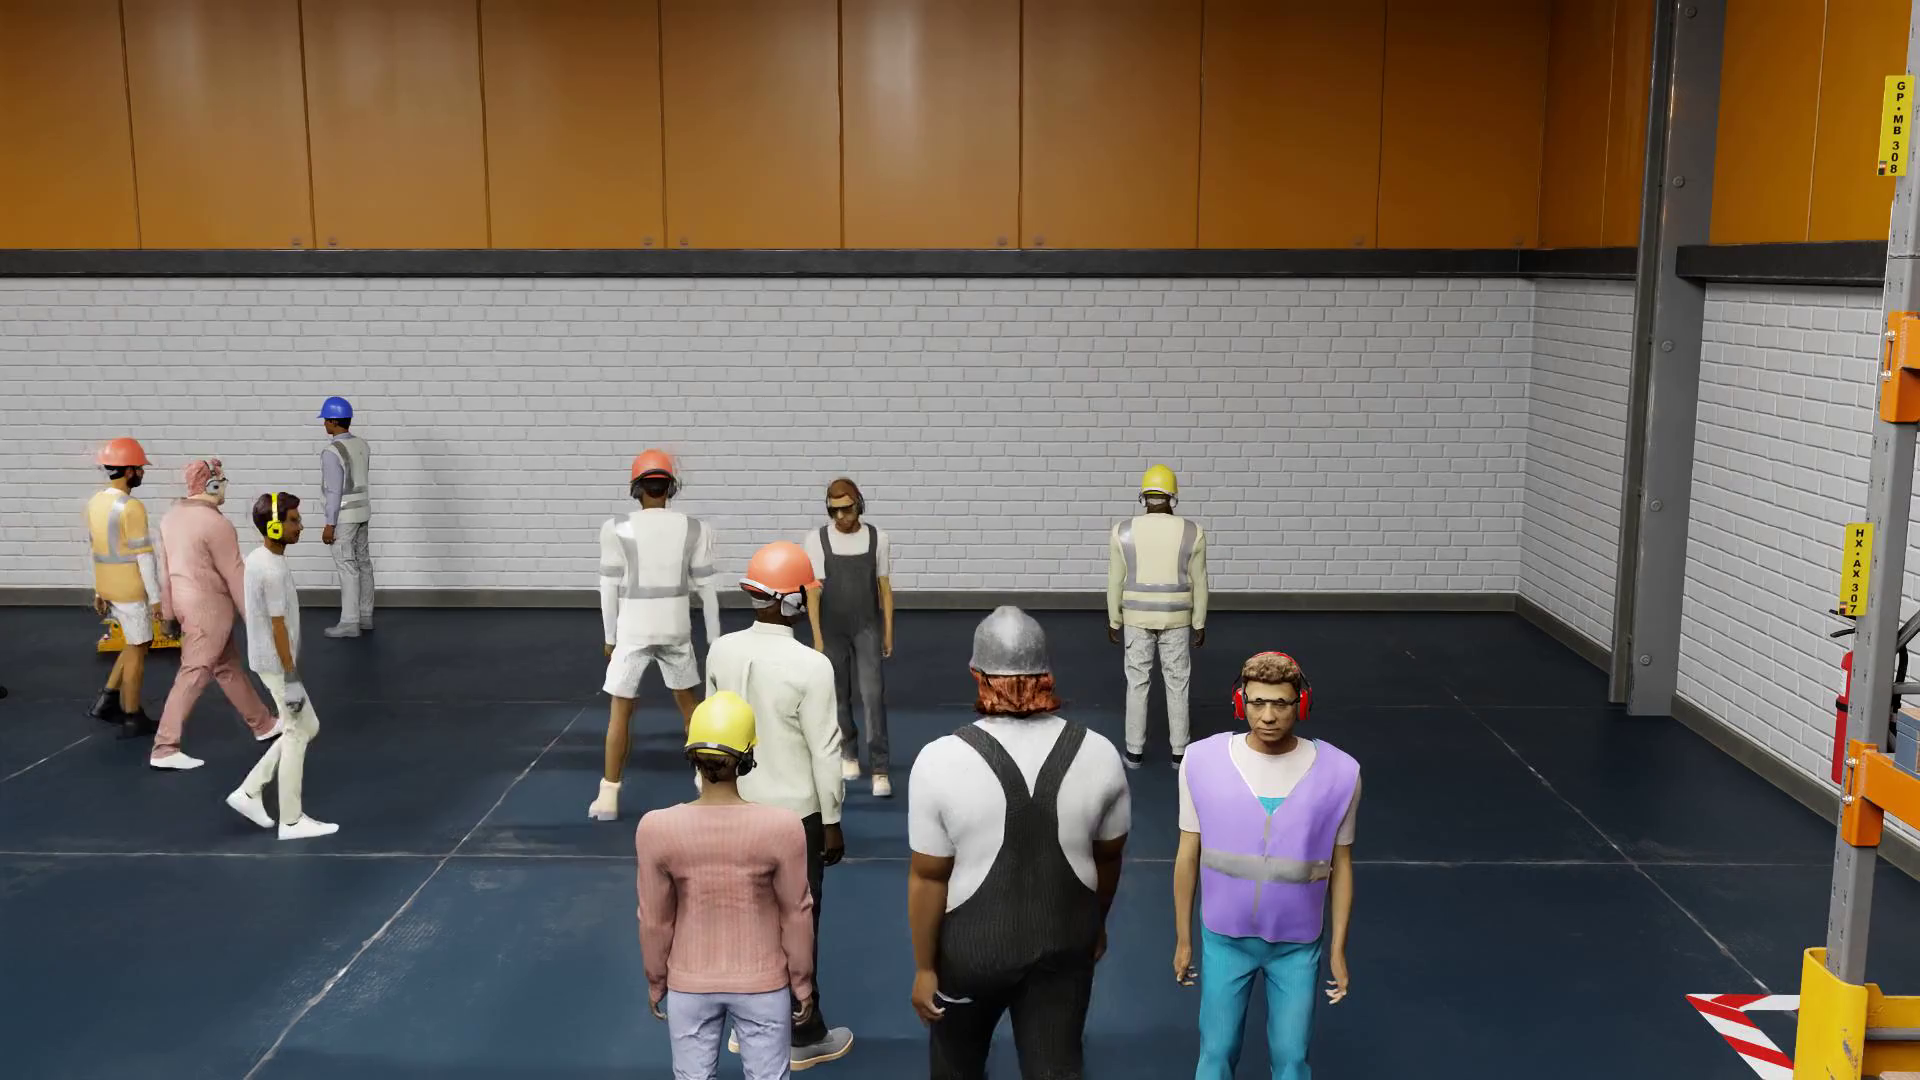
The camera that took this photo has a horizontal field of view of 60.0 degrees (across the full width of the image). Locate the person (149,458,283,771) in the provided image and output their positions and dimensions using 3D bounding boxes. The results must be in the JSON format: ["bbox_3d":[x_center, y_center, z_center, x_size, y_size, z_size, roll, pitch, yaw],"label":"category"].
[{"bbox_3d":[-4.516,0.430,10.078,0.676,1.849,1.028,8,13,41],"label":"person"}]

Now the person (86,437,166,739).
[{"bbox_3d":[-5.257,0.311,10.561,0.552,1.921,0.405,8,13,41],"label":"person"}]

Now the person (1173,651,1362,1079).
[{"bbox_3d":[0.951,1.242,5.212,0.565,1.846,0.390,1,10,8],"label":"person"}]

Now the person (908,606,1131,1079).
[{"bbox_3d":[0.142,1.155,5.156,0.708,2.000,0.989,-2,10,-14],"label":"person"}]

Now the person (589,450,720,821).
[{"bbox_3d":[-1.686,0.512,9.210,0.815,1.990,0.585,-5,11,-27],"label":"person"}]

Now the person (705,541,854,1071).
[{"bbox_3d":[-0.679,0.990,6.277,0.625,1.992,0.389,7,11,34],"label":"person"}]

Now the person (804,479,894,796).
[{"bbox_3d":[-0.614,0.552,9.473,0.519,1.796,0.865,-2,10,-9],"label":"person"}]

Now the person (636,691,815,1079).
[{"bbox_3d":[-0.692,1.321,4.980,0.523,1.769,0.316,0,9,2],"label":"person"}]

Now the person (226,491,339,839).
[{"bbox_3d":[-3.542,0.666,8.646,0.440,1.853,0.542,-5,11,-27],"label":"person"}]

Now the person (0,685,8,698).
[{"bbox_3d":[-6.894,0.170,11.363,0.545,1.939,0.373,0,9,-1],"label":"person"}]

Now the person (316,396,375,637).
[{"bbox_3d":[-4.978,-0.189,13.484,0.384,1.948,0.605,1,10,5],"label":"person"}]

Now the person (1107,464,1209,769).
[{"bbox_3d":[1.179,0.461,9.941,0.600,1.827,0.403,1,10,7],"label":"person"}]

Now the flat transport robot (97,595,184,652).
[{"bbox_3d":[-6.515,0.643,13.512,0.652,0.197,1.431,-3,10,-17],"label":"flat transport robot"}]
